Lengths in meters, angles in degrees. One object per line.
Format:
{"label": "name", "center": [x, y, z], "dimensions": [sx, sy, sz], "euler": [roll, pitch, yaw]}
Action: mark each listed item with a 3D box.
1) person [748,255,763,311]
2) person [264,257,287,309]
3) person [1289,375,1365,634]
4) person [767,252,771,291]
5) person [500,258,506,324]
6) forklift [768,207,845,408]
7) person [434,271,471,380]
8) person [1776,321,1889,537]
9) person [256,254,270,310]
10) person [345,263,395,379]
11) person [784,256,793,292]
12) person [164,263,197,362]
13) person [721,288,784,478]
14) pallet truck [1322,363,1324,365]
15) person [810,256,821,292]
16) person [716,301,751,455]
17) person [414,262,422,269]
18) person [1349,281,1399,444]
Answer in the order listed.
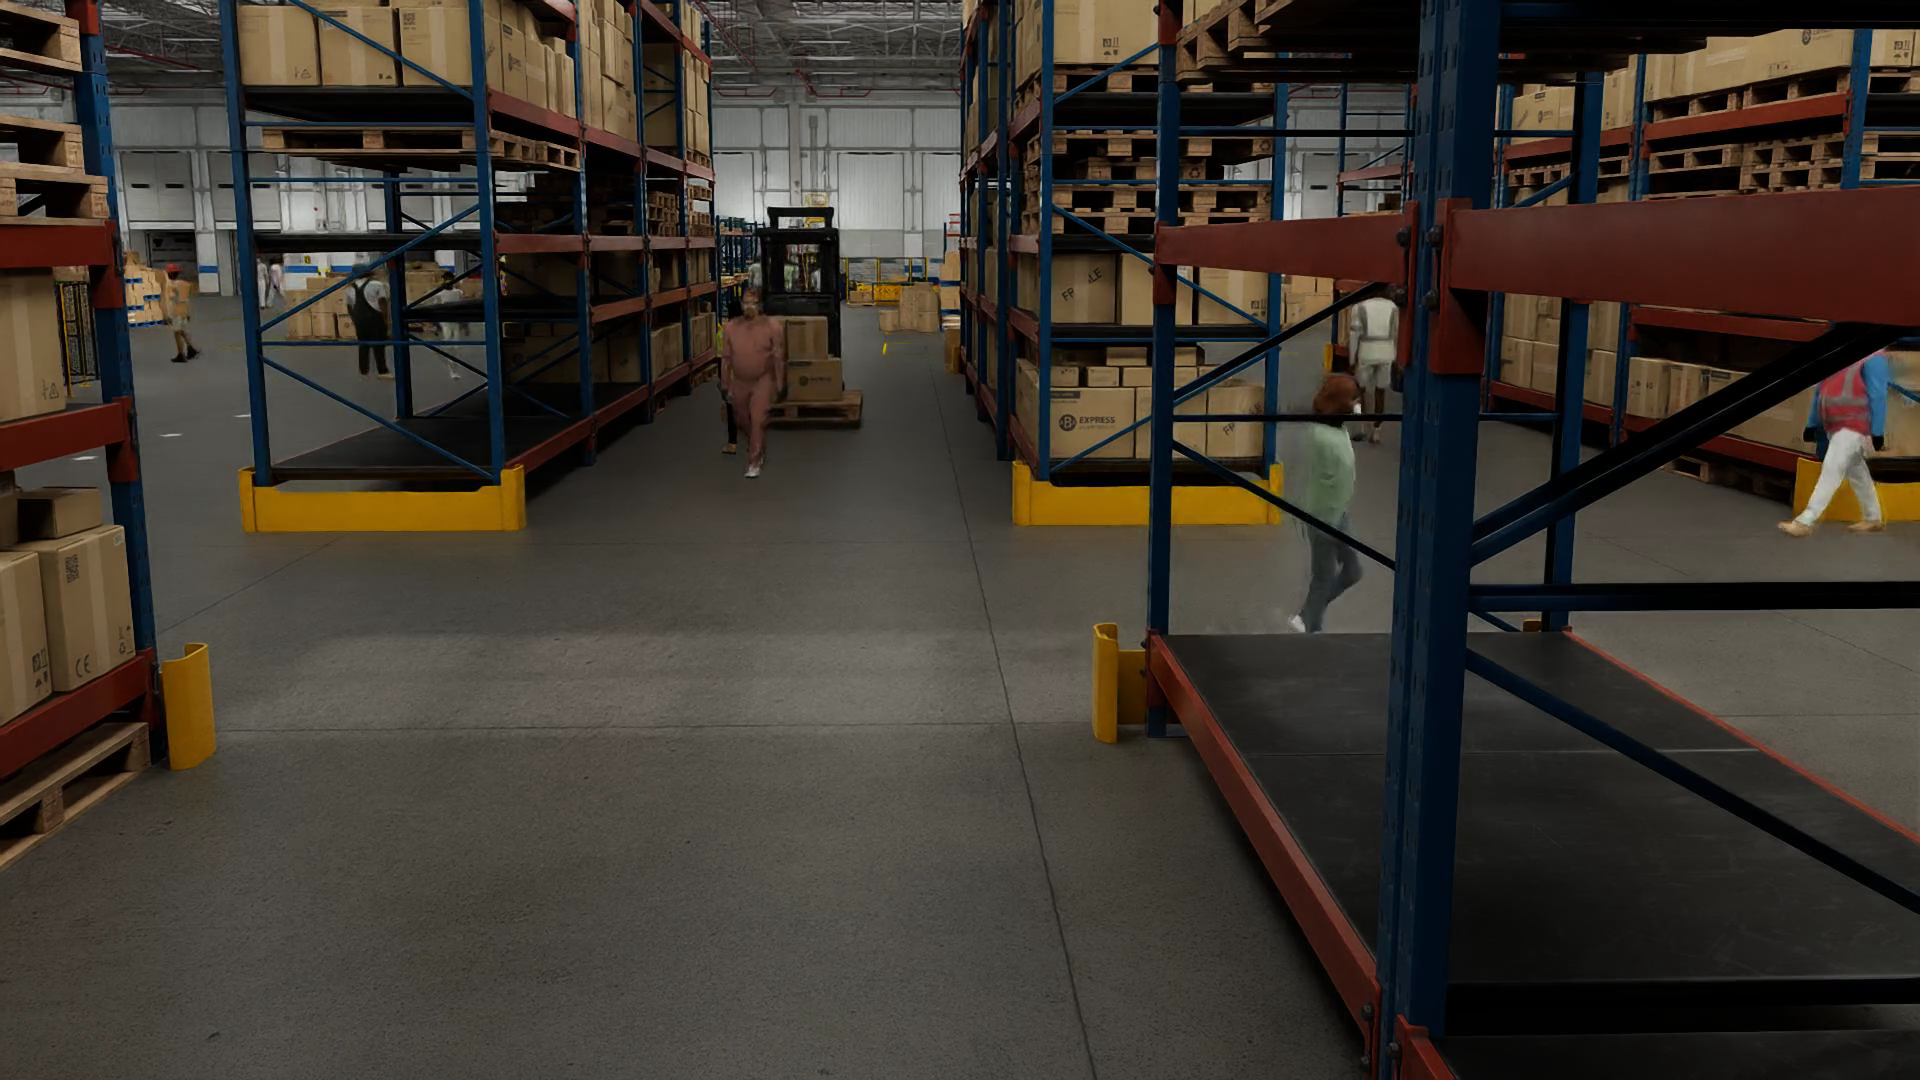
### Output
{"label": "person", "center": [-6.461, -8.120, 53.017], "dimensions": [0.644, 1.917, 0.583], "euler": [-4, 11, -23]}
{"label": "person", "center": [-23.927, -8.987, 58.223], "dimensions": [0.963, 1.805, 0.615], "euler": [1, 10, 6]}
{"label": "person", "center": [2.064, -0.100, 9.186], "dimensions": [0.347, 1.625, 0.500], "euler": [5, 11, 27]}
{"label": "person", "center": [-7.717, -10.735, 67.544], "dimensions": [0.361, 1.940, 0.542], "euler": [0, 10, -2]}
{"label": "person", "center": [-13.194, -7.146, 47.703], "dimensions": [0.544, 1.880, 0.605], "euler": [-5, 11, -25]}
{"label": "forklift", "center": [-2.236, -3.329, 23.668], "dimensions": [1.129, 2.768, 1.873], "euler": [0, 10, -2]}
{"label": "person", "center": [-8.669, -3.667, 28.459], "dimensions": [0.581, 1.858, 0.550], "euler": [-7, 12, -35]}
{"label": "person", "center": [7.035, -0.908, 13.247], "dimensions": [0.977, 1.791, 0.640], "euler": [-1, 10, -3]}
{"label": "person", "center": [-24.236, -8.901, 57.418], "dimensions": [0.670, 1.910, 0.545], "euler": [-8, 13, -39]}
{"label": "person", "center": [-10.033, -3.771, 28.465], "dimensions": [0.861, 2.000, 0.537], "euler": [1, 10, 8]}
{"label": "person", "center": [-5.593, -8.067, 52.814], "dimensions": [0.594, 1.894, 0.629], "euler": [-9, 13, -40]}
{"label": "person", "center": [-15.210, -4.408, 32.337], "dimensions": [0.409, 1.925, 0.574], "euler": [2, 10, 13]}
{"label": "person", "center": [-2.075, -1.591, 16.737], "dimensions": [0.655, 1.888, 0.713], "euler": [2, 10, 12]}
{"label": "pallet truck", "center": [7.712, -4.157, 30.737], "dimensions": [1.885, 1.965, 0.823], "euler": [3, 11, 16]}
{"label": "person", "center": [-3.770, -6.747, 45.280], "dimensions": [0.624, 1.954, 0.526], "euler": [-1, 10, -6]}
{"label": "person", "center": [-2.446, -1.790, 18.391], "dimensions": [0.535, 1.697, 0.318], "euler": [-6, 12, -30]}
{"label": "person", "center": [-17.315, -8.044, 53.221], "dimensions": [0.911, 1.688, 0.509], "euler": [7, 12, 34]}
{"label": "person", "center": [4.813, -2.119, 19.317], "dimensions": [0.624, 2.017, 0.485], "euler": [1, 10, 6]}
